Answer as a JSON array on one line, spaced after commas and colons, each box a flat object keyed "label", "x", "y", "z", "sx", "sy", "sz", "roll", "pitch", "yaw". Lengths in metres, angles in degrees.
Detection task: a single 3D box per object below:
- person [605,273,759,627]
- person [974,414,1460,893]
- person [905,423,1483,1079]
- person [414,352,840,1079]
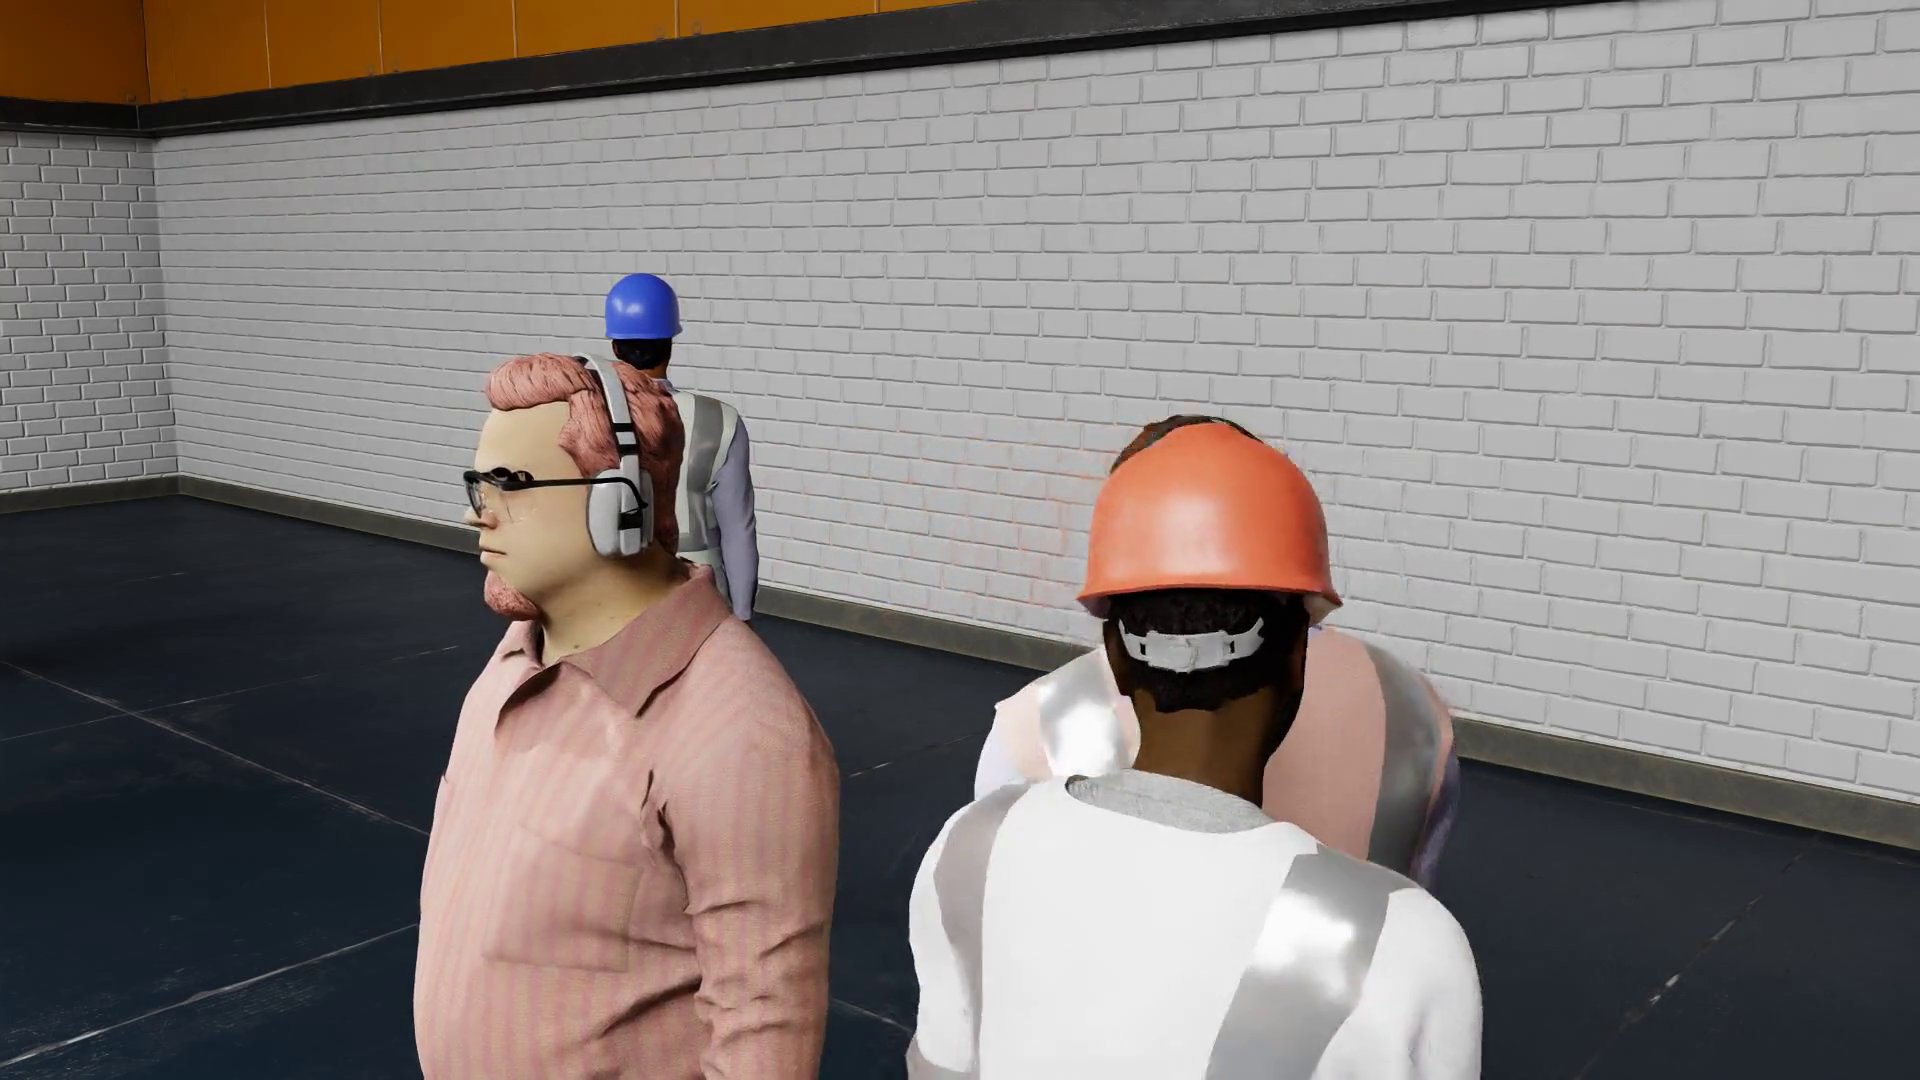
[{"label": "person", "x": -0.883, "y": 0.214, "z": 4.818, "sx": 0.605, "sy": 1.951, "sz": 0.382, "roll": -1, "pitch": 10, "yaw": -4}, {"label": "person", "x": 0.299, "y": 0.756, "z": 2.102, "sx": 0.624, "sy": 1.832, "sz": 0.445, "roll": -2, "pitch": 10, "yaw": -12}, {"label": "person", "x": 0.162, "y": 0.838, "z": 1.513, "sx": 1.000, "sy": 1.874, "sz": 0.546, "roll": -9, "pitch": 14, "yaw": -42}, {"label": "person", "x": -0.423, "y": 0.736, "z": 1.968, "sx": 0.406, "sy": 1.911, "sz": 0.639, "roll": -8, "pitch": 13, "yaw": -38}]
